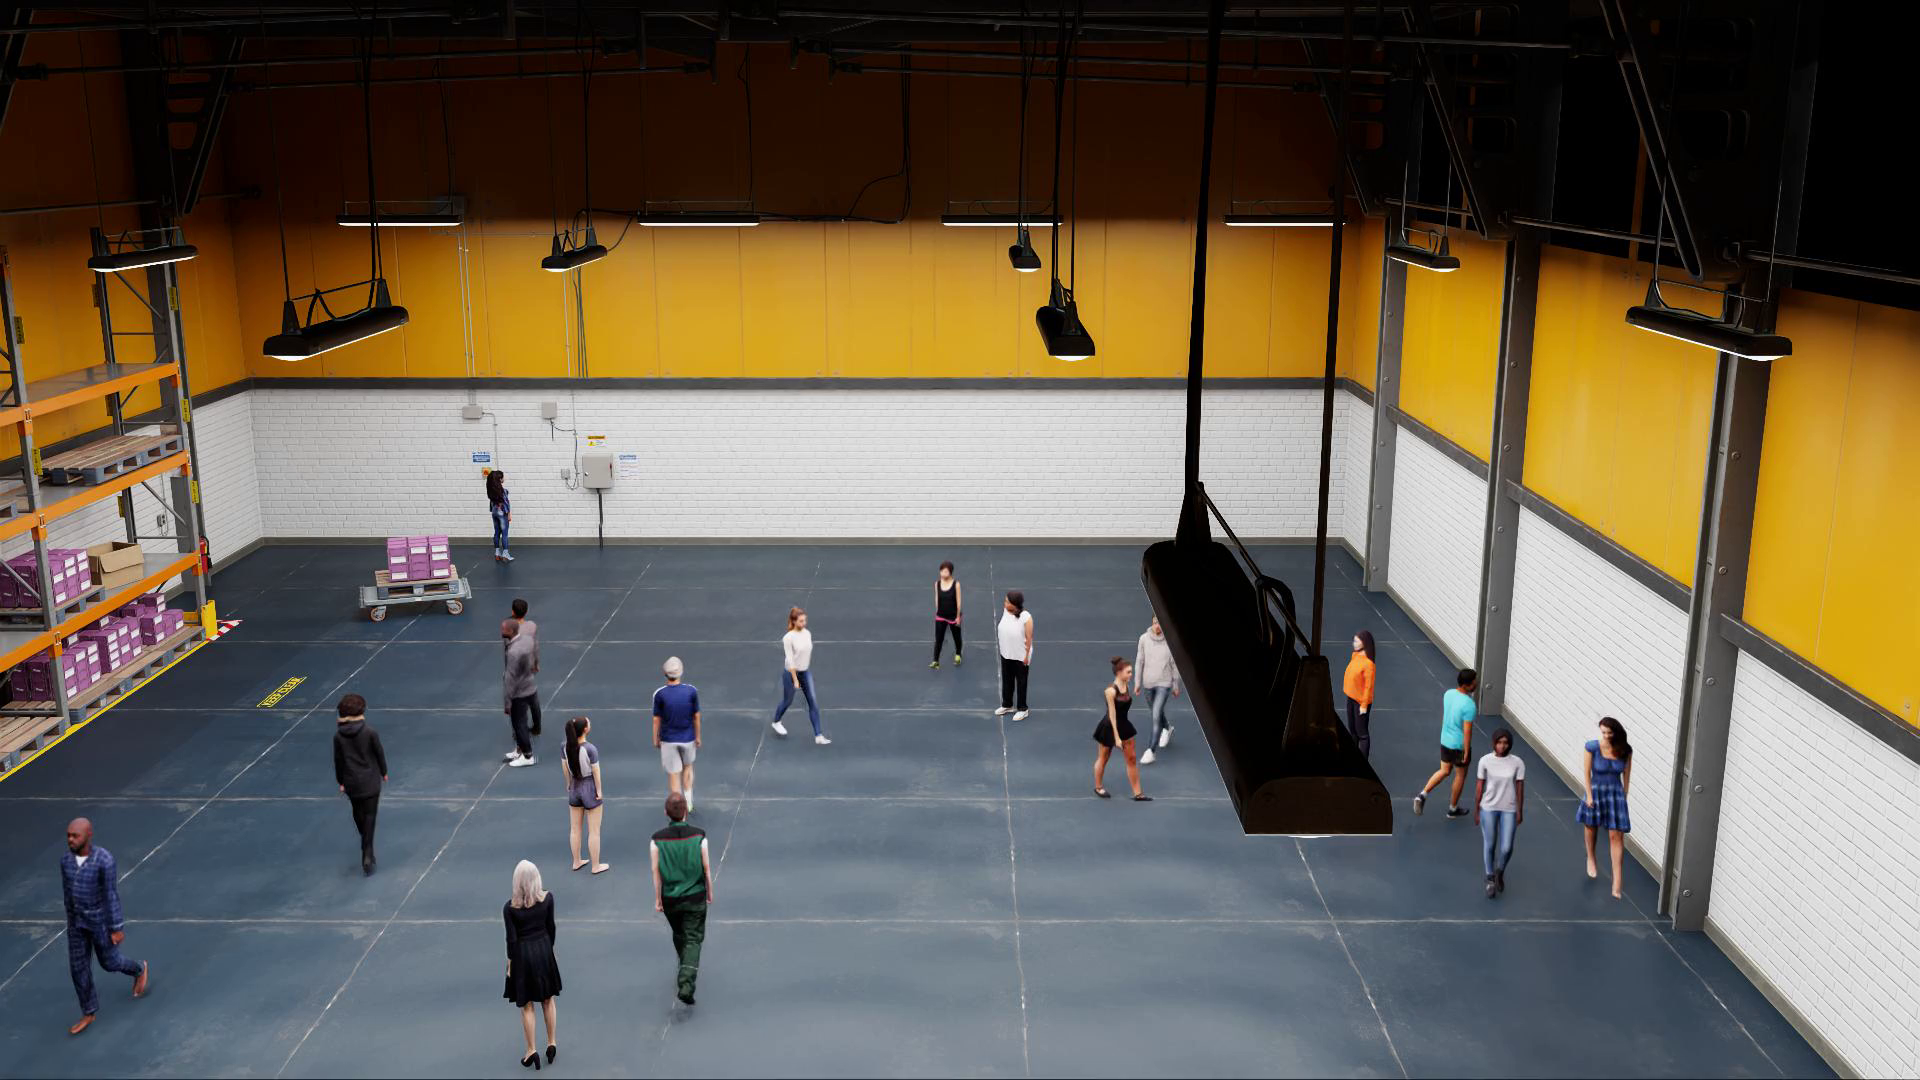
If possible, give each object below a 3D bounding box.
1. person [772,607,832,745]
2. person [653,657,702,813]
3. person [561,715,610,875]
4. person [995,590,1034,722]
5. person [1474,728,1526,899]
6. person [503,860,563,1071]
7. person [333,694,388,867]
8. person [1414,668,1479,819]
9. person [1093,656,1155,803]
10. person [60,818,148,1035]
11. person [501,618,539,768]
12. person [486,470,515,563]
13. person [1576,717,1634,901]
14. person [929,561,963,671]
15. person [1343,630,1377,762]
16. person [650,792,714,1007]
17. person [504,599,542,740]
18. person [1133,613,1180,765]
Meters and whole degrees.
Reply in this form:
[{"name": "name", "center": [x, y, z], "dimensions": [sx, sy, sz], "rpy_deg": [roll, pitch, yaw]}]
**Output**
[{"name": "person", "center": [-2.054, 1.661, 20.291], "dimensions": [1.189, 1.677, 1.107], "rpy_deg": [13, 19, 42]}, {"name": "person", "center": [-3.015, 2.170, 17.869], "dimensions": [0.775, 1.828, 0.819], "rpy_deg": [-5, 15, -20]}, {"name": "person", "center": [-3.777, 2.545, 16.698], "dimensions": [0.664, 1.650, 0.652], "rpy_deg": [6, 15, 23]}, {"name": "person", "center": [0.695, 1.441, 21.184], "dimensions": [0.823, 1.685, 0.750], "rpy_deg": [-11, 18, -39]}, {"name": "person", "center": [5.251, 2.628, 16.214], "dimensions": [0.696, 1.716, 0.715], "rpy_deg": [5, 14, 18]}, {"name": "person", "center": [-3.389, 3.348, 13.178], "dimensions": [0.698, 1.747, 0.738], "rpy_deg": [-10, 17, -36]}, {"name": "person", "center": [-6.064, 2.458, 16.848], "dimensions": [0.676, 1.748, 1.123], "rpy_deg": [-1, 14, -5]}, {"name": "person", "center": [5.241, 2.221, 17.839], "dimensions": [0.977, 1.742, 1.025], "rpy_deg": [-7, 15, -28]}, {"name": "person", "center": [1.658, 2.106, 18.513], "dimensions": [0.980, 1.648, 1.044], "rpy_deg": [-12, 18, -42]}, {"name": "person", "center": [-7.199, 3.144, 13.911], "dimensions": [0.764, 1.796, 1.081], "rpy_deg": [2, 14, 9]}, {"name": "person", "center": [-5.134, 1.777, 19.553], "dimensions": [0.827, 1.799, 0.608], "rpy_deg": [-1, 14, -3]}, {"name": "person", "center": [-8.036, -0.437, 29.081], "dimensions": [0.703, 1.617, 0.727], "rpy_deg": [9, 16, 33]}, {"name": "person", "center": [6.299, 2.574, 16.365], "dimensions": [0.752, 1.750, 1.147], "rpy_deg": [2, 14, 8]}, {"name": "person", "center": [-0.115, 1.041, 23.195], "dimensions": [0.771, 1.514, 1.081], "rpy_deg": [4, 14, 17]}, {"name": "person", "center": [4.633, 1.869, 19.277], "dimensions": [0.722, 1.750, 0.558], "rpy_deg": [-3, 14, -11]}, {"name": "person", "center": [-2.366, 3.076, 14.177], "dimensions": [0.712, 1.804, 1.168], "rpy_deg": [-1, 14, -2]}, {"name": "person", "center": [-5.368, 1.585, 20.414], "dimensions": [0.687, 1.767, 0.769], "rpy_deg": [-9, 16, -33]}, {"name": "person", "center": [2.393, 1.701, 19.822], "dimensions": [1.101, 1.820, 1.329], "rpy_deg": [8, 16, 30]}]
